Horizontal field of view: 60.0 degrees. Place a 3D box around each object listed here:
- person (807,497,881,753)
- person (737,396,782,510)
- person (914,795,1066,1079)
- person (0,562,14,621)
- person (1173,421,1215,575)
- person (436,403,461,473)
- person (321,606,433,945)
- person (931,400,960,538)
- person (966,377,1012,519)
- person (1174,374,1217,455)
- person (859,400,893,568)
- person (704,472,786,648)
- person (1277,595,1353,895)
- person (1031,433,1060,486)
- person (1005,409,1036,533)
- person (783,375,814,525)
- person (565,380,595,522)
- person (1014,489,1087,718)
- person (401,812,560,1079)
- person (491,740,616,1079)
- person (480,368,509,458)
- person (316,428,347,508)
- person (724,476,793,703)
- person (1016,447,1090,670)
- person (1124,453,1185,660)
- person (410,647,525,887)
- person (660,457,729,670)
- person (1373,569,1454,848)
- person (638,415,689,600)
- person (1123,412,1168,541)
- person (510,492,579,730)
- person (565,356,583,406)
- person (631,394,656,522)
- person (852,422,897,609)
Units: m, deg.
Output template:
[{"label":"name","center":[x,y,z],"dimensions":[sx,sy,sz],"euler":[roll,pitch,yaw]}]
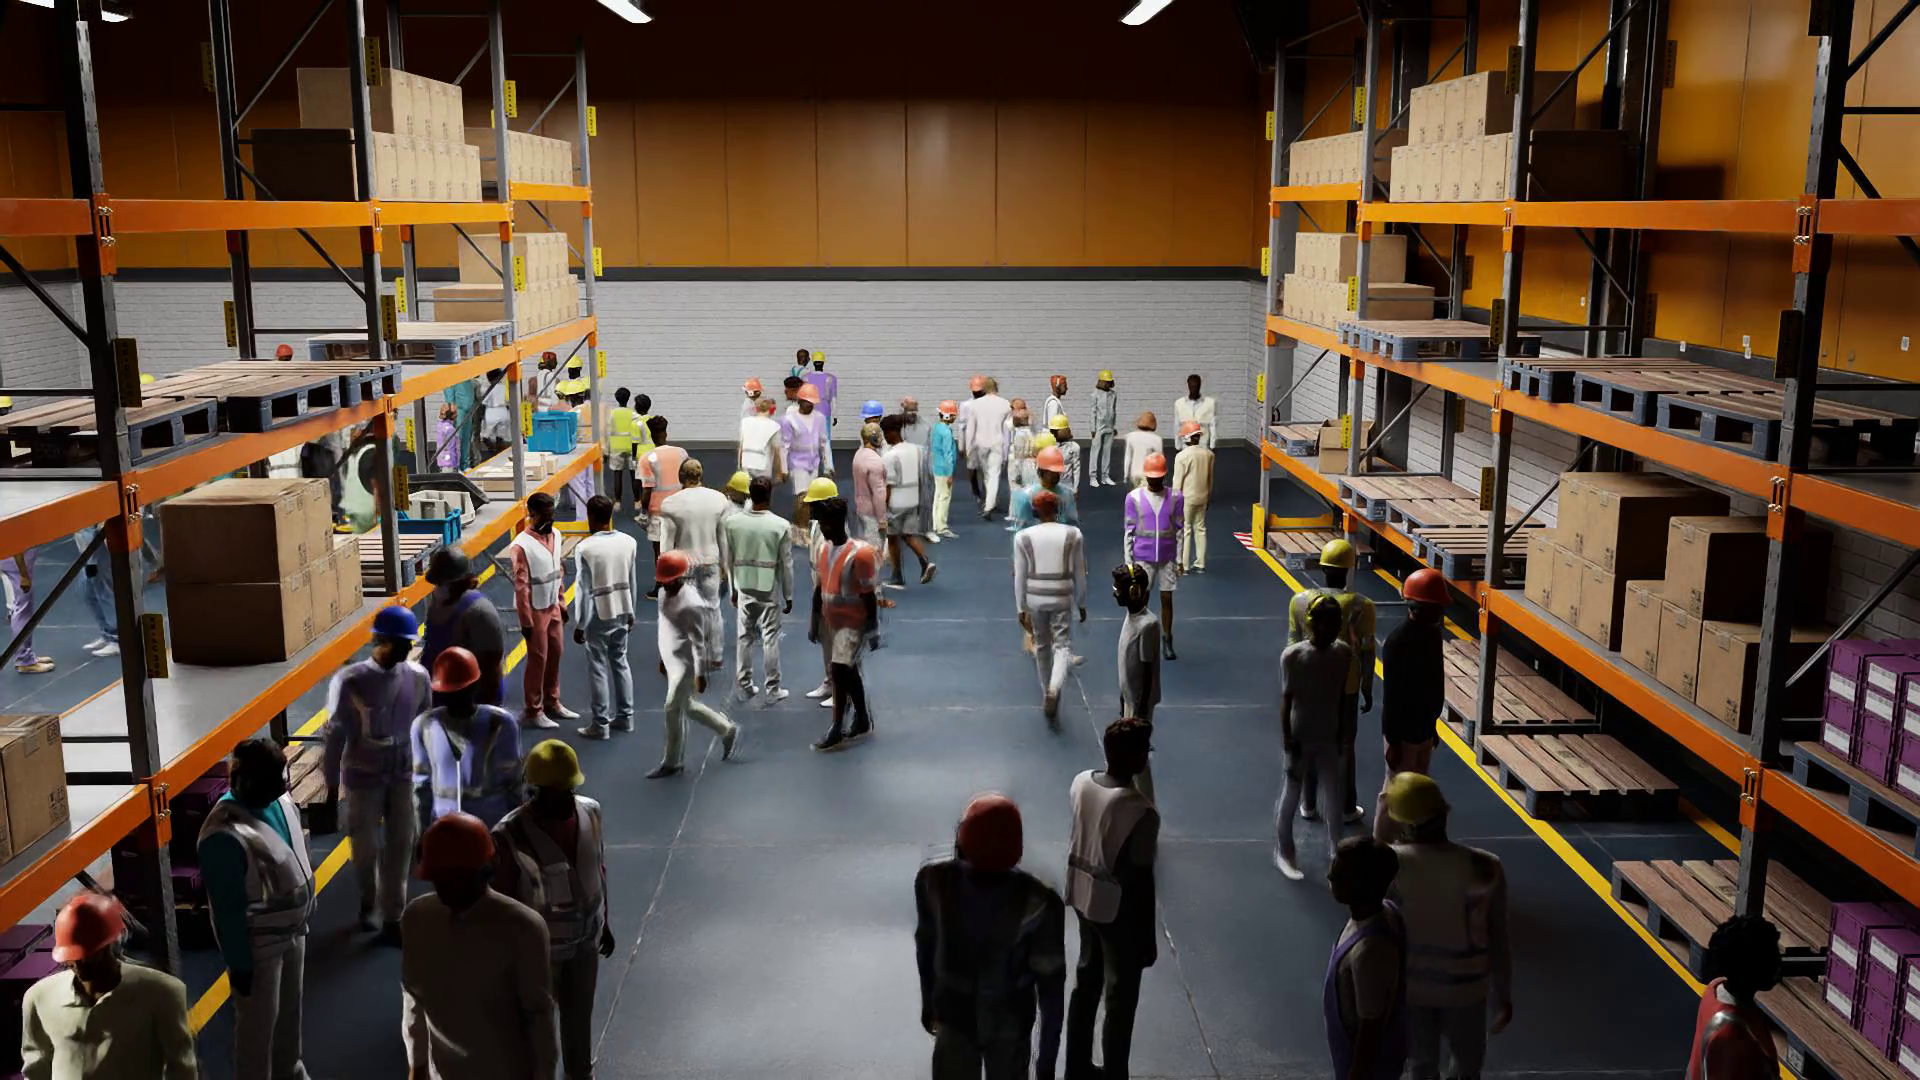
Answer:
[{"label":"person","center":[-0.980,0.643,12.675],"dimensions":[0.812,1.931,0.629],"euler":[-9,14,-38]},{"label":"person","center":[-2.461,-0.864,20.531],"dimensions":[0.604,1.817,0.461],"euler":[6,13,27]},{"label":"person","center":[0.103,1.880,6.404],"dimensions":[0.617,1.958,1.056],"euler":[2,12,12]},{"label":"person","center":[-9.607,-0.075,16.425],"dimensions":[0.581,1.879,0.357],"euler":[-9,14,-38]},{"label":"person","center":[2.605,-0.480,18.794],"dimensions":[0.568,1.741,0.353],"euler":[-8,14,-34]},{"label":"person","center":[-6.599,-0.966,21.511],"dimensions":[0.319,1.631,0.524],"euler":[-7,13,-31]},{"label":"person","center":[-3.256,1.321,9.335],"dimensions":[0.684,1.913,0.576],"euler":[-11,16,-44]},{"label":"person","center":[-0.176,-0.890,20.853],"dimensions":[0.348,1.740,0.574],"euler":[-3,12,-16]},{"label":"person","center":[0.395,-1.230,22.240],"dimensions":[0.646,1.883,0.989],"euler":[2,11,11]},{"label":"person","center":[3.213,-1.338,22.723],"dimensions":[0.595,1.896,0.844],"euler":[2,11,11]},{"label":"person","center":[-0.971,-0.650,19.164],"dimensions":[0.419,1.940,0.611],"euler":[-7,13,-32]},{"label":"person","center":[-2.050,0.188,15.561],"dimensions":[0.880,1.674,0.569],"euler":[-4,12,-19]},{"label":"person","center":[2.144,1.240,9.944],"dimensions":[0.538,1.825,0.910],"euler":[-3,12,-14]},{"label":"person","center":[0.959,-0.301,17.918],"dimensions":[0.510,1.727,0.500],"euler":[1,11,3]},{"label":"person","center":[0.797,-0.834,20.895],"dimensions":[0.541,1.612,0.517],"euler":[2,11,9]},{"label":"person","center":[-2.115,-1.168,21.711],"dimensions":[0.385,1.958,0.607],"euler":[3,12,16]},{"label":"person","center":[-4.901,-1.103,21.494],"dimensions":[0.399,1.911,0.596],"euler":[4,12,19]},{"label":"person","center":[0.729,0.521,13.476],"dimensions":[0.593,1.862,0.745],"euler":[1,11,5]},{"label":"person","center":[-1.766,1.933,6.089],"dimensions":[0.627,1.985,0.409],"euler":[4,12,18]},{"label":"person","center":[-1.773,1.758,7.346],"dimensions":[0.404,1.828,0.603],"euler":[9,15,39]},{"label":"person","center":[-7.241,-1.868,25.917],"dimensions":[0.399,1.666,0.564],"euler":[10,15,41]},{"label":"person","center":[-8.688,-1.311,22.961],"dimensions":[0.492,1.740,0.325],"euler":[4,12,18]},{"label":"person","center":[-1.674,0.418,13.882],"dimensions":[0.584,1.911,0.392],"euler":[3,12,14]},{"label":"person","center":[0.856,0.167,14.924],"dimensions":[0.615,1.995,1.010],"euler":[-9,15,-39]},{"label":"person","center":[1.774,0.151,15.184],"dimensions":[0.548,1.924,0.387],"euler":[0,11,-1]},{"label":"person","center":[-2.524,1.473,8.540],"dimensions":[0.547,1.924,0.413],"euler":[0,11,1]},{"label":"person","center":[-2.353,0.226,14.798],"dimensions":[0.635,1.932,0.363],"euler":[-6,13,-26]},{"label":"person","center":[2.737,1.143,10.016],"dimensions":[0.396,1.991,0.623],"euler":[9,14,38]},{"label":"person","center":[-3.127,-0.338,17.534],"dimensions":[0.380,1.958,0.602],"euler":[10,15,42]},{"label":"person","center":[2.356,-0.806,20.789],"dimensions":[0.525,1.592,0.843],"euler":[9,14,37]},{"label":"person","center":[-3.335,0.555,13.197],"dimensions":[0.396,1.908,0.599],"euler":[3,12,17]},{"label":"person","center":[-5.722,-1.794,24.914],"dimensions":[0.370,1.927,0.588],"euler":[2,11,8]},{"label":"person","center":[-4.134,-1.079,21.946],"dimensions":[0.322,1.692,0.530],"euler":[8,14,34]},{"label":"person","center":[-0.903,-0.255,17.168],"dimensions":[0.372,1.940,0.631],"euler":[-5,12,-24]}]
